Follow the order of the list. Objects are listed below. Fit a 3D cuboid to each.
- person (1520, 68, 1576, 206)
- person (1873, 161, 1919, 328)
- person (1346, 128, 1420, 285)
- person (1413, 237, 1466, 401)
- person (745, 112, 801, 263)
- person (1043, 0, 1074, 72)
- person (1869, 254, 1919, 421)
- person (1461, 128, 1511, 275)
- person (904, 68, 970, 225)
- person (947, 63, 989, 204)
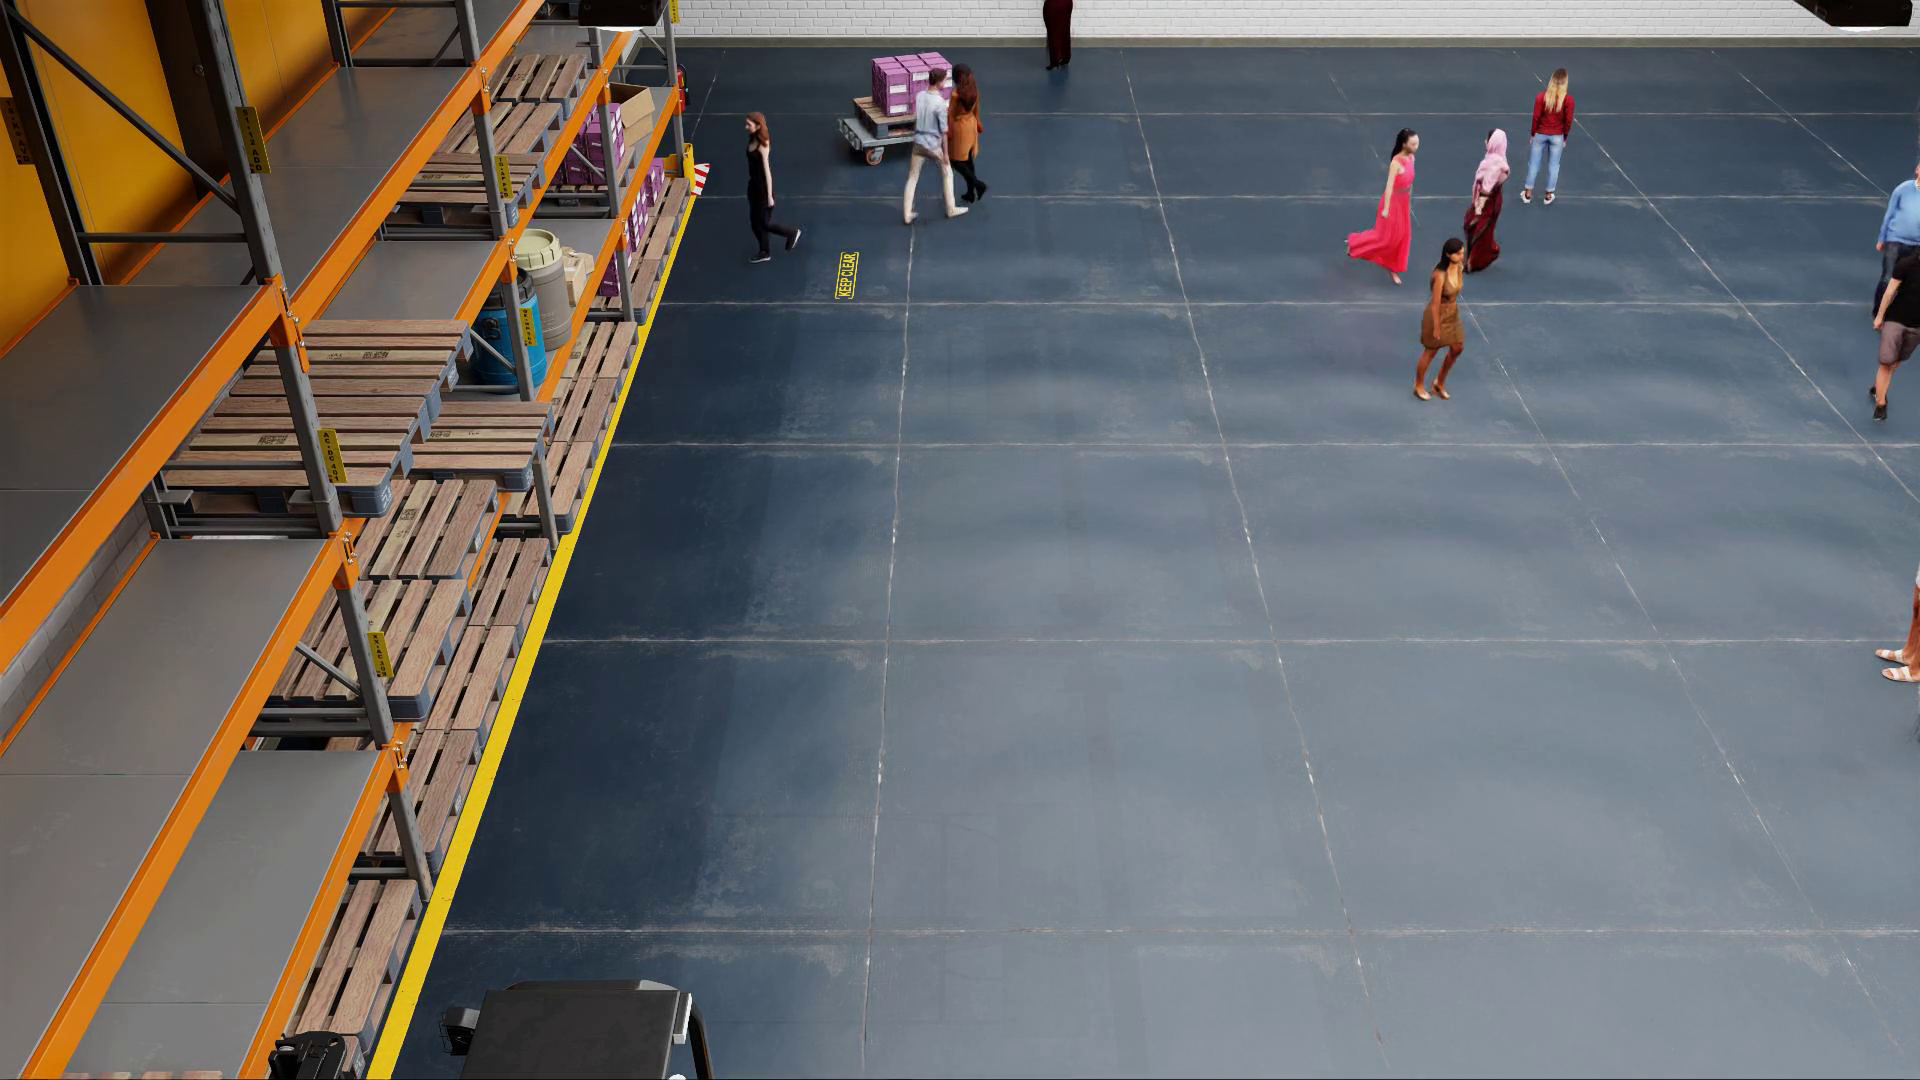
[{"bbox_3d":[7.012,-4.810,19.802,0.660,1.636,0.629,9,35,14],"label":"person"},{"bbox_3d":[9.727,-3.115,17.100,0.884,1.805,1.068,13,36,18],"label":"person"},{"bbox_3d":[4.613,-3.618,17.940,1.018,1.712,0.970,29,43,36],"label":"person"},{"bbox_3d":[4.462,-2.083,15.670,0.724,1.668,0.780,-26,42,-34],"label":"person"},{"bbox_3d":[-2.094,-3.898,18.346,0.890,1.728,0.890,-19,38,-26],"label":"person"},{"bbox_3d":[1.432,-7.702,24.044,0.831,1.756,0.768,28,43,35],"label":"person"},{"bbox_3d":[8.830,-2.075,15.513,0.861,1.829,1.165,8,34,11],"label":"person"},{"bbox_3d":[5.815,-3.678,18.095,0.824,1.640,0.731,11,35,17],"label":"person"},{"bbox_3d":[-0.401,-4.508,19.190,0.995,1.810,1.071,19,38,27],"label":"person"},{"bbox_3d":[0.079,-4.745,19.633,0.996,1.715,1.056,-25,41,-32],"label":"person"}]
